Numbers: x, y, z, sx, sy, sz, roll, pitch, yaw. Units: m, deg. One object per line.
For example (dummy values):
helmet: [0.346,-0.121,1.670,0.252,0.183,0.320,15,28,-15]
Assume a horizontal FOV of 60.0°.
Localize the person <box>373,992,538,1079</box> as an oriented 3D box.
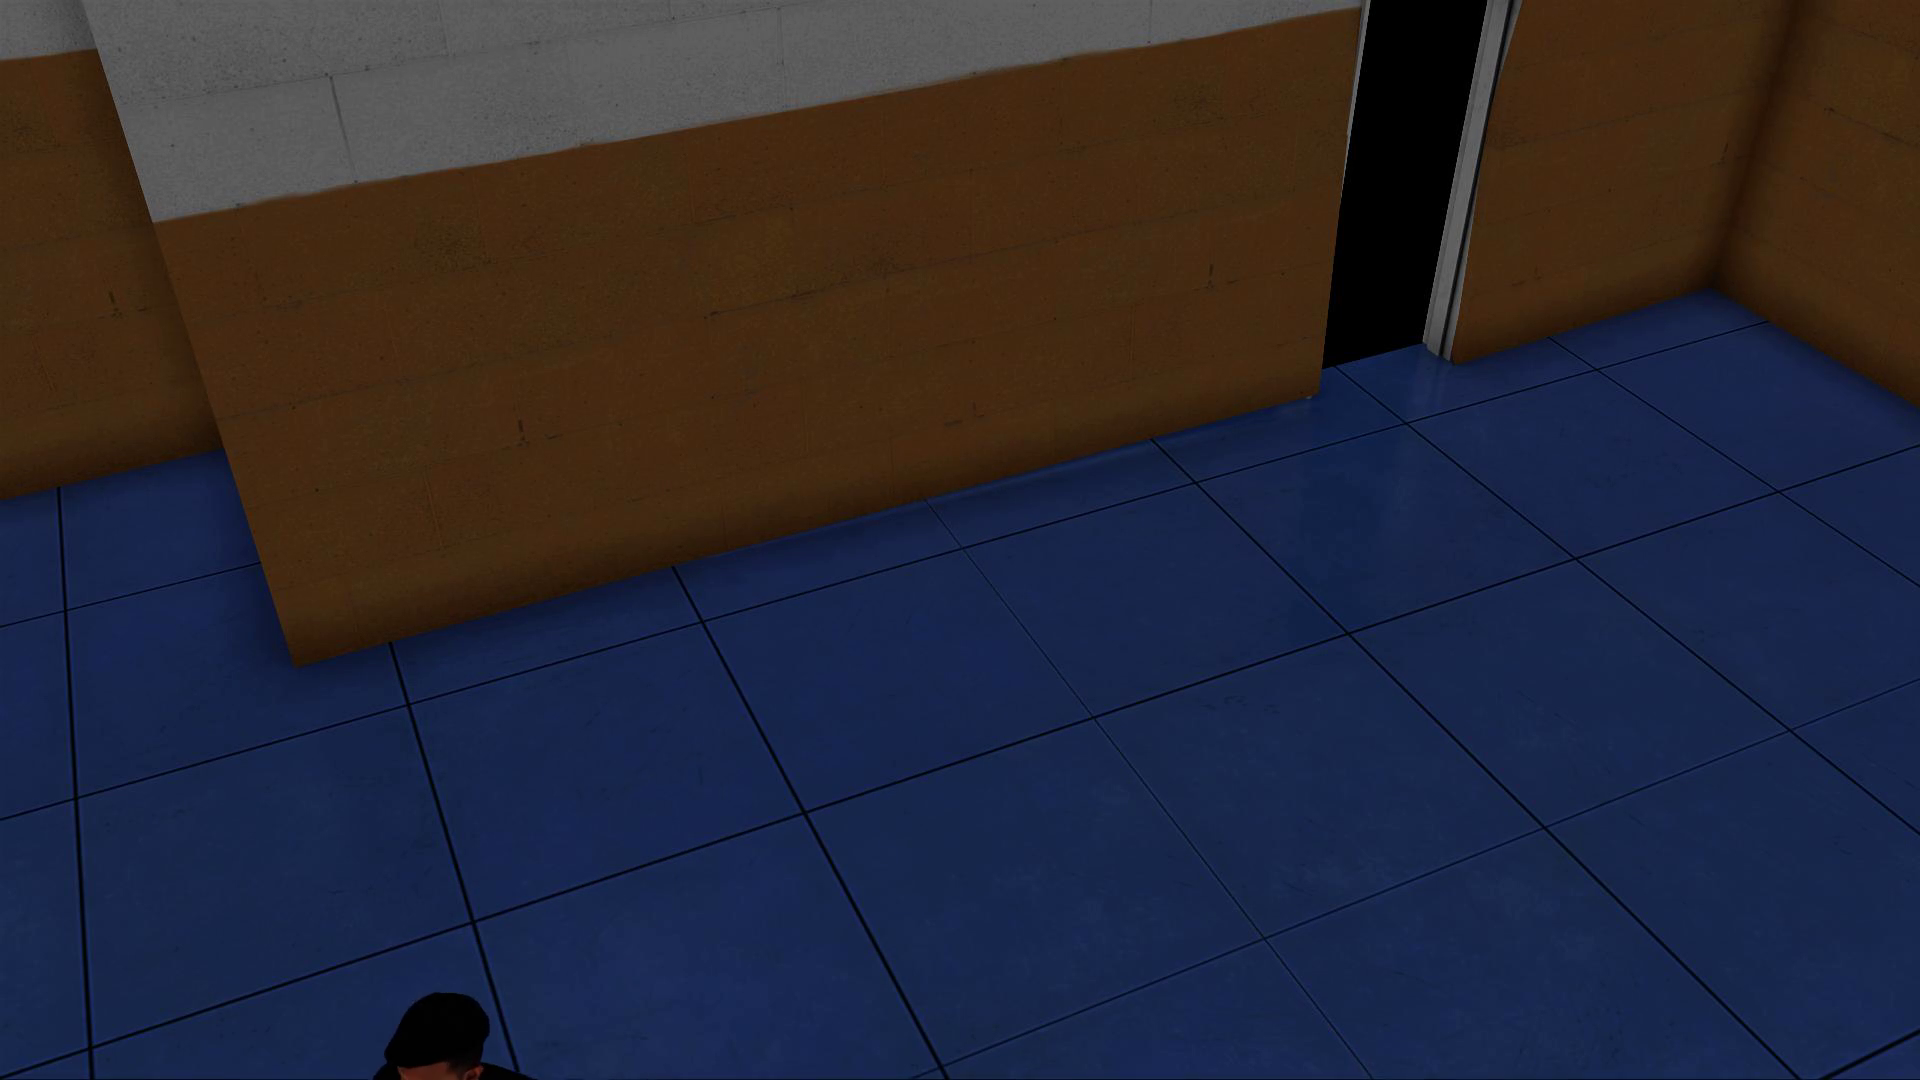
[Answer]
person: [-1.134,1.736,4.349,1.251,1.844,1.288,14,39,18]
